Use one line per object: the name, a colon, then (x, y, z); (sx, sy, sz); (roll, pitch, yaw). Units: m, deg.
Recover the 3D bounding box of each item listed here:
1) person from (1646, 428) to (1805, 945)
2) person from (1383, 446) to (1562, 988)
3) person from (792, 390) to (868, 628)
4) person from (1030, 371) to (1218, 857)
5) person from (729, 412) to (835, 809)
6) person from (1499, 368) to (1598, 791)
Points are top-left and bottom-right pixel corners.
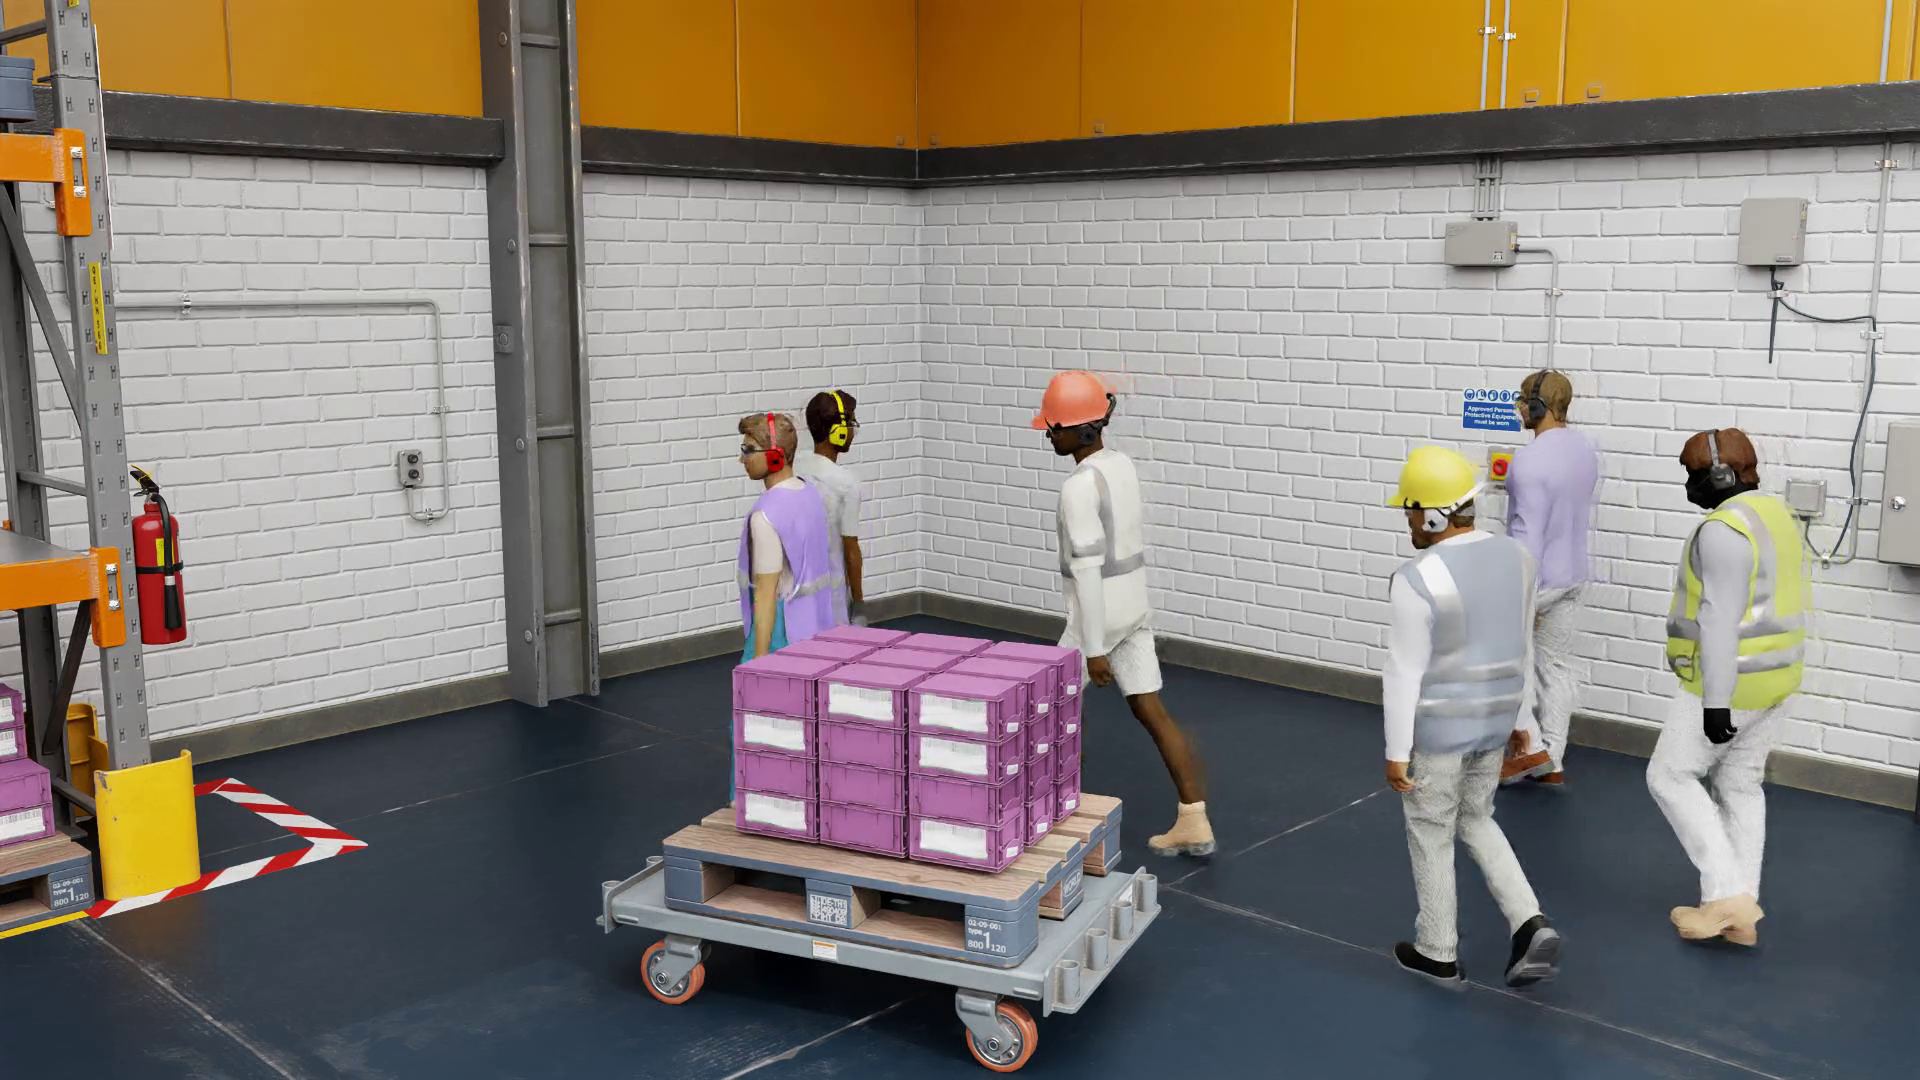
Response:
person: (2.695, 0.518, 5.840); (0.459, 1.811, 0.657); (9, 13, 44)
person: (1.630, 0.603, 5.327); (0.615, 1.809, 0.545); (-5, 10, -27)
person: (-0.623, 0.267, 7.272); (0.536, 1.852, 0.685); (8, 12, 41)
person: (0.577, 0.305, 6.680); (1.084, 1.974, 0.634); (6, 11, 33)
person: (-0.677, 0.390, 6.637); (0.799, 1.814, 0.587); (3, 10, 15)
person: (2.602, 0.185, 7.531); (0.635, 1.924, 0.445); (-7, 12, -38)
